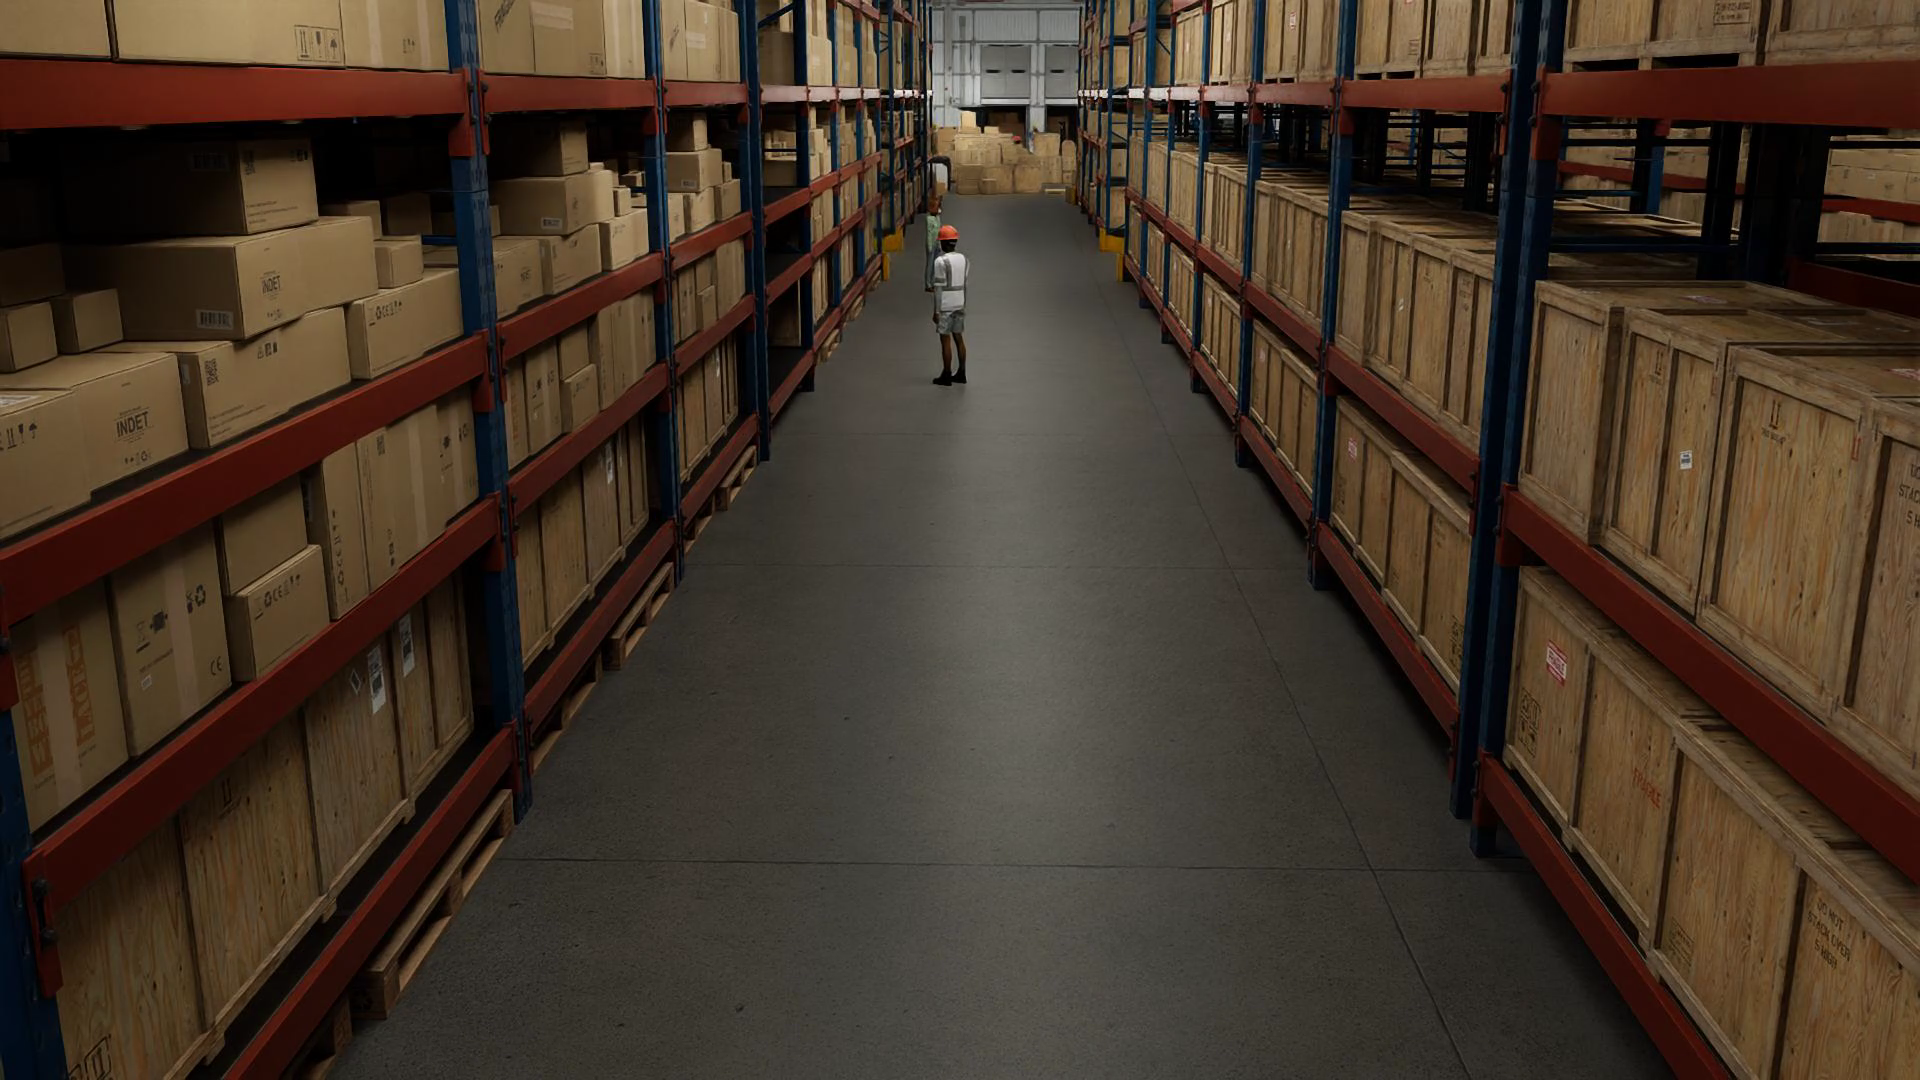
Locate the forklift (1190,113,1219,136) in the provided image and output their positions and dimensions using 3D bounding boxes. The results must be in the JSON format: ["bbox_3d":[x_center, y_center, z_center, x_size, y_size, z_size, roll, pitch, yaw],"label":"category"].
[{"bbox_3d":[8.084,-12.804,55.431,1.129,2.768,1.873,0,15,2],"label":"forklift"}]

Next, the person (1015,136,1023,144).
[{"bbox_3d":[2.113,-14.375,63.138,0.884,1.907,0.544,-5,16,-16],"label":"person"}]

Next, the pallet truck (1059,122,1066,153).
[{"bbox_3d":[5.788,-21.111,88.014,1.885,1.965,0.823,5,16,18],"label":"pallet truck"}]

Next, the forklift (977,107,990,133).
[{"bbox_3d":[1.156,-19.846,81.631,1.873,2.768,1.129,-6,16,-20],"label":"forklift"}]

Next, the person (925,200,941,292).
[{"bbox_3d":[-0.469,-5.235,29.654,0.280,1.625,0.493,7,16,23],"label":"person"}]

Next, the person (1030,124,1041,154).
[{"bbox_3d":[3.938,-20.761,86.925,0.603,1.879,0.562,-4,16,-15],"label":"person"}]

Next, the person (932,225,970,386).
[{"bbox_3d":[-0.135,-2.839,20.172,0.383,1.929,0.539,13,20,39],"label":"person"}]
